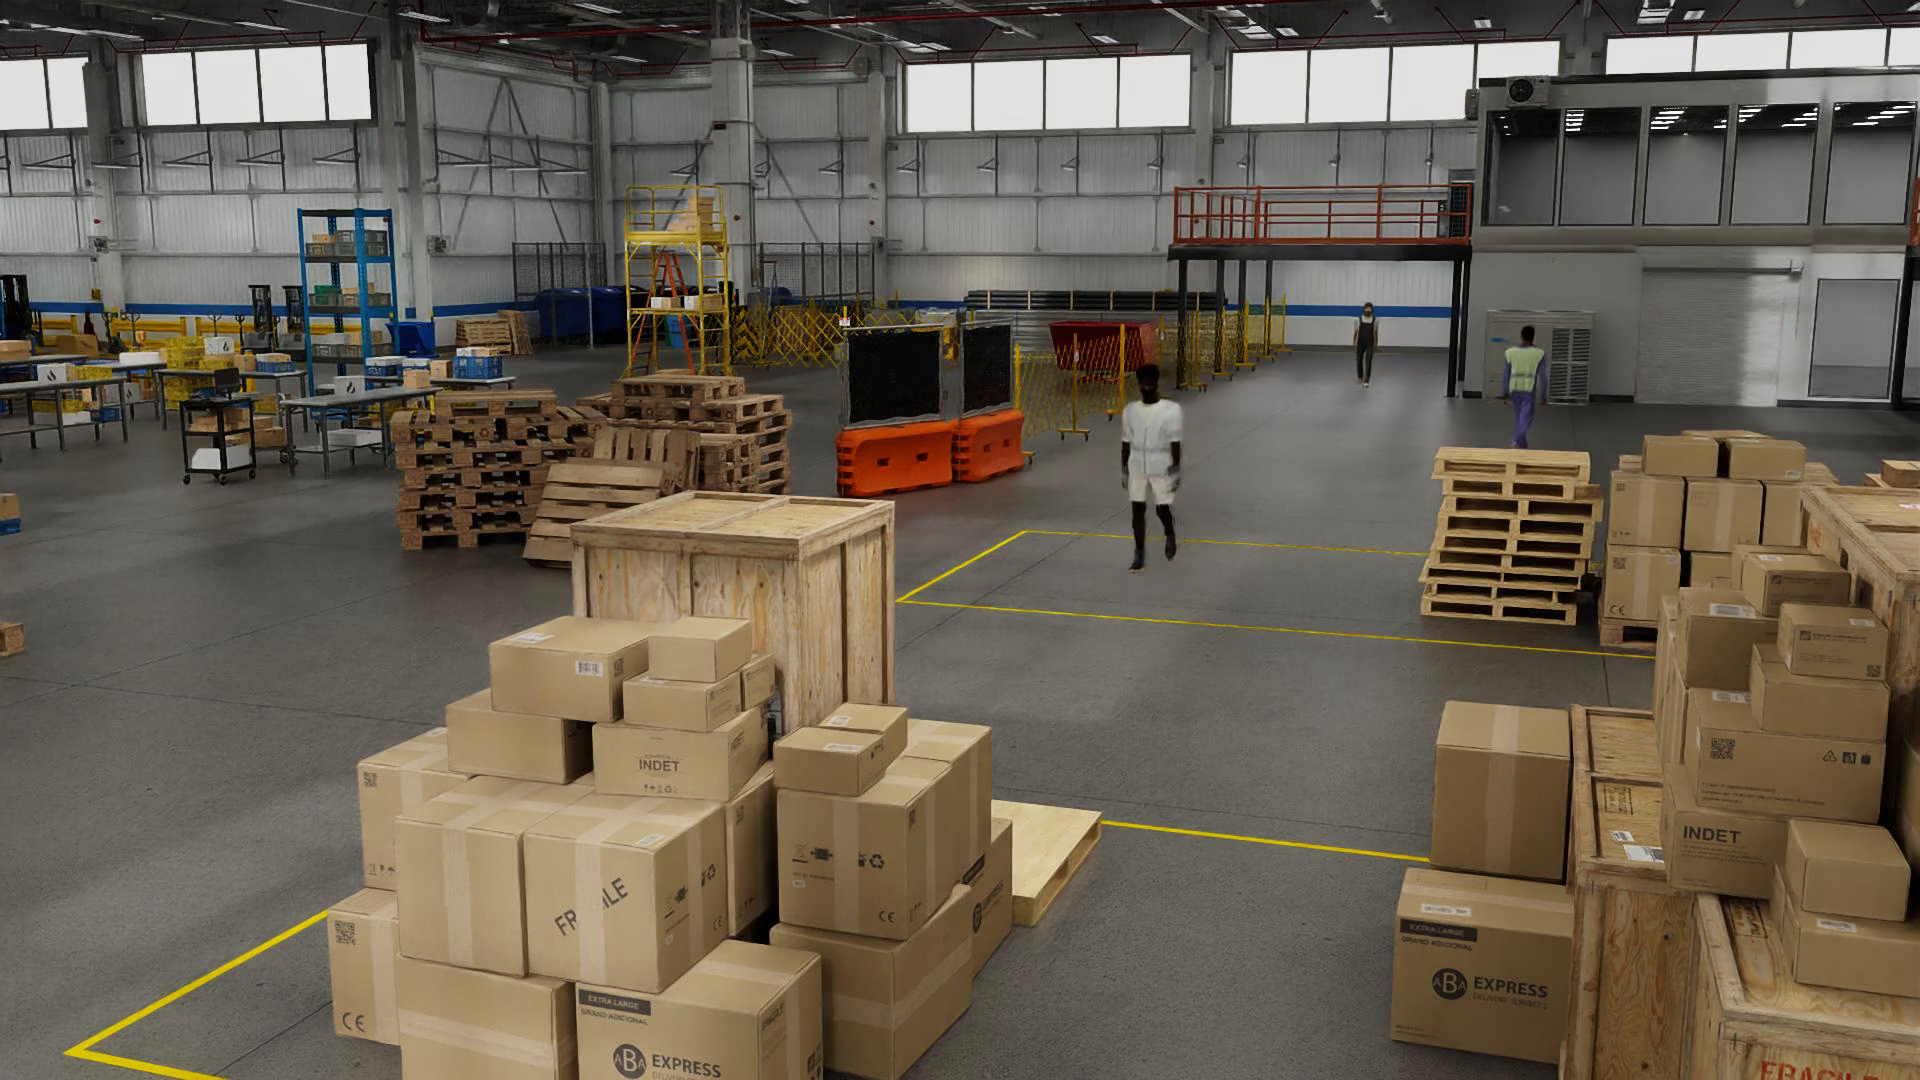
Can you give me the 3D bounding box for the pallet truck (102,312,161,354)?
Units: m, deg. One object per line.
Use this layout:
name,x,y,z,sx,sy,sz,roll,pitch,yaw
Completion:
pallet truck,-23.057,-5.777,46.261,0.680,1.201,1.601,3,11,19

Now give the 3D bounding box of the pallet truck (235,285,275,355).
pallet truck,-18.327,-5.835,44.421,0.823,1.965,1.885,4,11,23

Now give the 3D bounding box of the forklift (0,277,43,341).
forklift,-27.151,-6.329,46.328,1.157,1.987,2.680,3,11,17

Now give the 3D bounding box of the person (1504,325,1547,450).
person,8.141,-2.156,24.023,0.600,1.890,0.871,7,12,36

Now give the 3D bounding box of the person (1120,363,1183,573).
person,1.794,-0.679,15.506,0.632,1.951,0.651,5,11,25

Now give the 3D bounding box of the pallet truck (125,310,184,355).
pallet truck,-22.038,-5.665,45.457,0.704,1.261,1.522,3,11,17

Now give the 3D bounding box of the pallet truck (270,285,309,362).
pallet truck,-17.147,-5.700,43.663,0.823,1.965,1.885,3,11,17

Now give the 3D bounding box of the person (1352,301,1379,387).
person,8.687,-4.191,35.627,0.541,1.833,0.477,3,10,14

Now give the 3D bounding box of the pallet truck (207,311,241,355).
pallet truck,-19.537,-5.575,44.913,0.653,1.274,1.630,3,11,19
